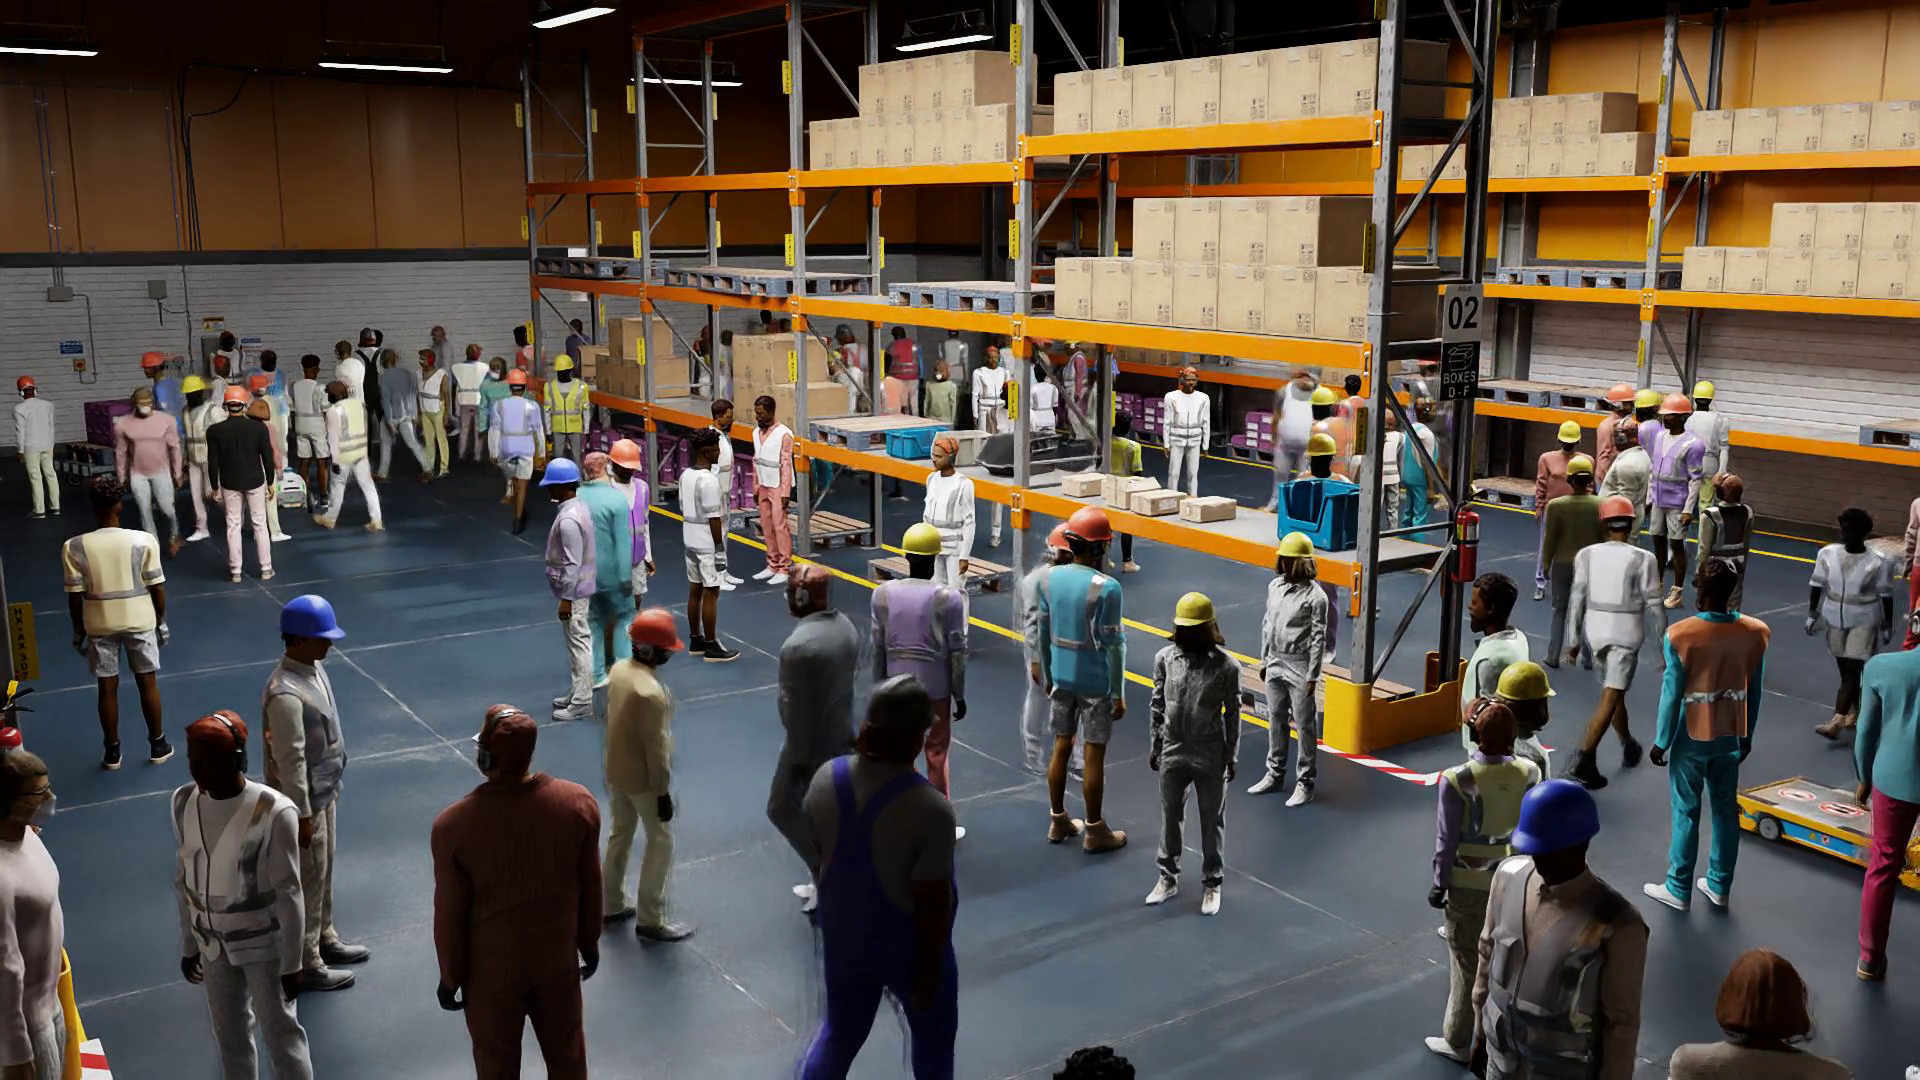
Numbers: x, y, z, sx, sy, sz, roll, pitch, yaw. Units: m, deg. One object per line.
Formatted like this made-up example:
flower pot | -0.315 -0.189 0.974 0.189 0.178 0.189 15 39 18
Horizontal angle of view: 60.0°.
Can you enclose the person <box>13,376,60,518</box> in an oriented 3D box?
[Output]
person | -11.393 -1.146 20.468 0.339 1.747 0.563 4 12 19

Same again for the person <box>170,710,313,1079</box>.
person | -2.736 1.551 6.351 0.573 1.876 0.354 4 12 19

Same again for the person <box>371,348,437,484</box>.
person | -7.729 -1.694 22.938 1.005 1.897 0.643 5 12 25

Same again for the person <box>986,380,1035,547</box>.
person | 0.552 -0.851 18.612 0.572 1.883 0.354 1 11 4

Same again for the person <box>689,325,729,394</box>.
person | -4.123 -2.575 27.374 0.637 1.911 0.403 -1 11 -6

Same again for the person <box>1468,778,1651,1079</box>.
person | 1.907 1.697 5.423 0.394 1.943 0.602 -7 13 -31

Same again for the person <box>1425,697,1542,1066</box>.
person | 2.288 1.488 7.264 0.511 1.641 0.307 -4 12 -19

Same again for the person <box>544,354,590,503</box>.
person | -5.078 -1.441 21.527 0.589 1.924 0.384 -1 11 -5

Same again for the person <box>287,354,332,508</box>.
person | -8.231 -1.388 21.175 0.606 1.957 0.373 3 11 13

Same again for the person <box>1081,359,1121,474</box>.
person | 1.699 -1.351 21.096 0.657 1.921 0.606 0 11 -1

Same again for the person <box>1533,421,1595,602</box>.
person | 5.795 -0.273 15.980 0.523 1.760 0.325 3 11 14

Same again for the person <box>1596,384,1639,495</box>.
person | 6.704 -0.605 17.058 0.371 1.997 0.622 9 14 40

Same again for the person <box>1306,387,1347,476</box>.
person | 3.802 -0.659 17.564 0.632 1.904 0.612 9 14 40

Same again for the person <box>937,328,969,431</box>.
person | -0.120 -2.816 28.669 0.554 1.876 1.007 1 11 5

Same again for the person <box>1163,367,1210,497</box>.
person | 2.757 -1.170 20.279 0.581 1.879 0.365 -1 11 -3

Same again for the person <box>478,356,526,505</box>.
person | -5.860 -1.445 21.577 0.640 1.918 0.675 3 12 17

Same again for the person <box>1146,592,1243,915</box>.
person | 1.237 1.128 8.843 0.493 1.743 0.310 5 12 24

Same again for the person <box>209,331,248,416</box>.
person | -11.638 -2.394 26.542 0.572 1.876 0.361 -10 15 -40

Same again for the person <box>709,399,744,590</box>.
person | -2.395 -0.449 16.509 0.412 1.907 0.596 0 11 2

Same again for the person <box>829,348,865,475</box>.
person | -1.586 -1.841 23.850 0.664 1.820 0.537 6 13 29

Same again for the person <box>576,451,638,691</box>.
person | -2.815 0.245 13.044 0.690 1.868 0.462 6 13 30

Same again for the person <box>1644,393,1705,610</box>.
person | 6.693 -0.362 15.698 0.377 2.045 0.605 -4 12 -18

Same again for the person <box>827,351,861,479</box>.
person | -1.668 -1.787 23.665 0.497 1.786 0.738 -3 11 -14

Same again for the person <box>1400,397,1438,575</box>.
person | 4.776 -0.566 17.248 0.338 1.845 0.514 -2 11 -12

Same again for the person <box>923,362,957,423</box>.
person | -0.301 -1.748 23.857 0.519 1.613 0.344 4 12 18

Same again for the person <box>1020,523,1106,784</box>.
person | 0.668 0.749 10.845 0.574 1.712 0.812 -6 13 -28

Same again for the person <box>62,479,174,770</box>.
person | -5.638 0.563 11.161 0.600 1.967 0.368 -4 12 -21

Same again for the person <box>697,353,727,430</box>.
person | -3.572 -1.799 23.813 0.653 1.742 0.547 11 15 43

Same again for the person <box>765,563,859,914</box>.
person | -0.785 1.054 8.850 0.423 1.892 0.651 5 12 25

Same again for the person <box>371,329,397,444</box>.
person | -9.440 -2.491 27.081 0.328 1.862 0.502 11 15 44

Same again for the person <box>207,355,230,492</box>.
person | -9.900 -1.541 22.243 0.390 1.842 0.656 -5 12 -26

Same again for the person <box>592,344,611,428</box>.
person | -5.826 -2.371 27.015 0.309 1.641 0.512 0 11 -2

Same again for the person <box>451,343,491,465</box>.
person | -7.235 -2.008 24.693 0.597 1.819 0.519 -2 11 -9

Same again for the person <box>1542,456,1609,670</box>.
person | 5.033 0.188 13.622 0.526 1.760 0.332 2 11 10

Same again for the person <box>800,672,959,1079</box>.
person | -0.322 1.471 6.326 0.683 2.000 0.925 7 13 33

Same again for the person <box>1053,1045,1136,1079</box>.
person | 0.330 2.067 4.151 0.537 1.700 0.318 3 12 16

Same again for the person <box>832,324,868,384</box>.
person | -1.813 -2.404 26.157 0.542 2.000 0.708 9 14 39

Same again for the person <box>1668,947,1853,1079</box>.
person | 2.283 1.987 4.806 0.533 1.610 0.686 3 11 16

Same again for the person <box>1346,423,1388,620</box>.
person | 3.721 -0.190 15.354 0.395 1.836 0.561 3 11 13

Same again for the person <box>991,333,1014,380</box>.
person | 0.687 -2.398 26.706 0.467 1.824 0.687 9 14 39

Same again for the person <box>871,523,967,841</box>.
person | -0.231 0.853 9.776 0.585 1.928 0.378 4 12 21

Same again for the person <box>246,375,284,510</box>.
person | -8.810 -1.221 20.973 0.499 1.714 0.589 -3 11 -13

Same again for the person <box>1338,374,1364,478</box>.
person | 5.012 -1.269 21.244 0.531 1.690 0.319 -7 13 -31

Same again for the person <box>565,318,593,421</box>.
person | -6.610 -2.887 28.926 0.634 1.931 0.363 8 14 35

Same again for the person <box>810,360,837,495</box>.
person | -1.878 -1.498 22.083 0.600 1.825 0.324 2 11 11

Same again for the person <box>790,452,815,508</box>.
person | -2.035 -1.348 21.042 0.368 1.929 0.542 -6 13 -29

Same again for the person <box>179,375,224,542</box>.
person | -8.642 -0.952 19.063 0.601 1.909 0.587 4 12 21
